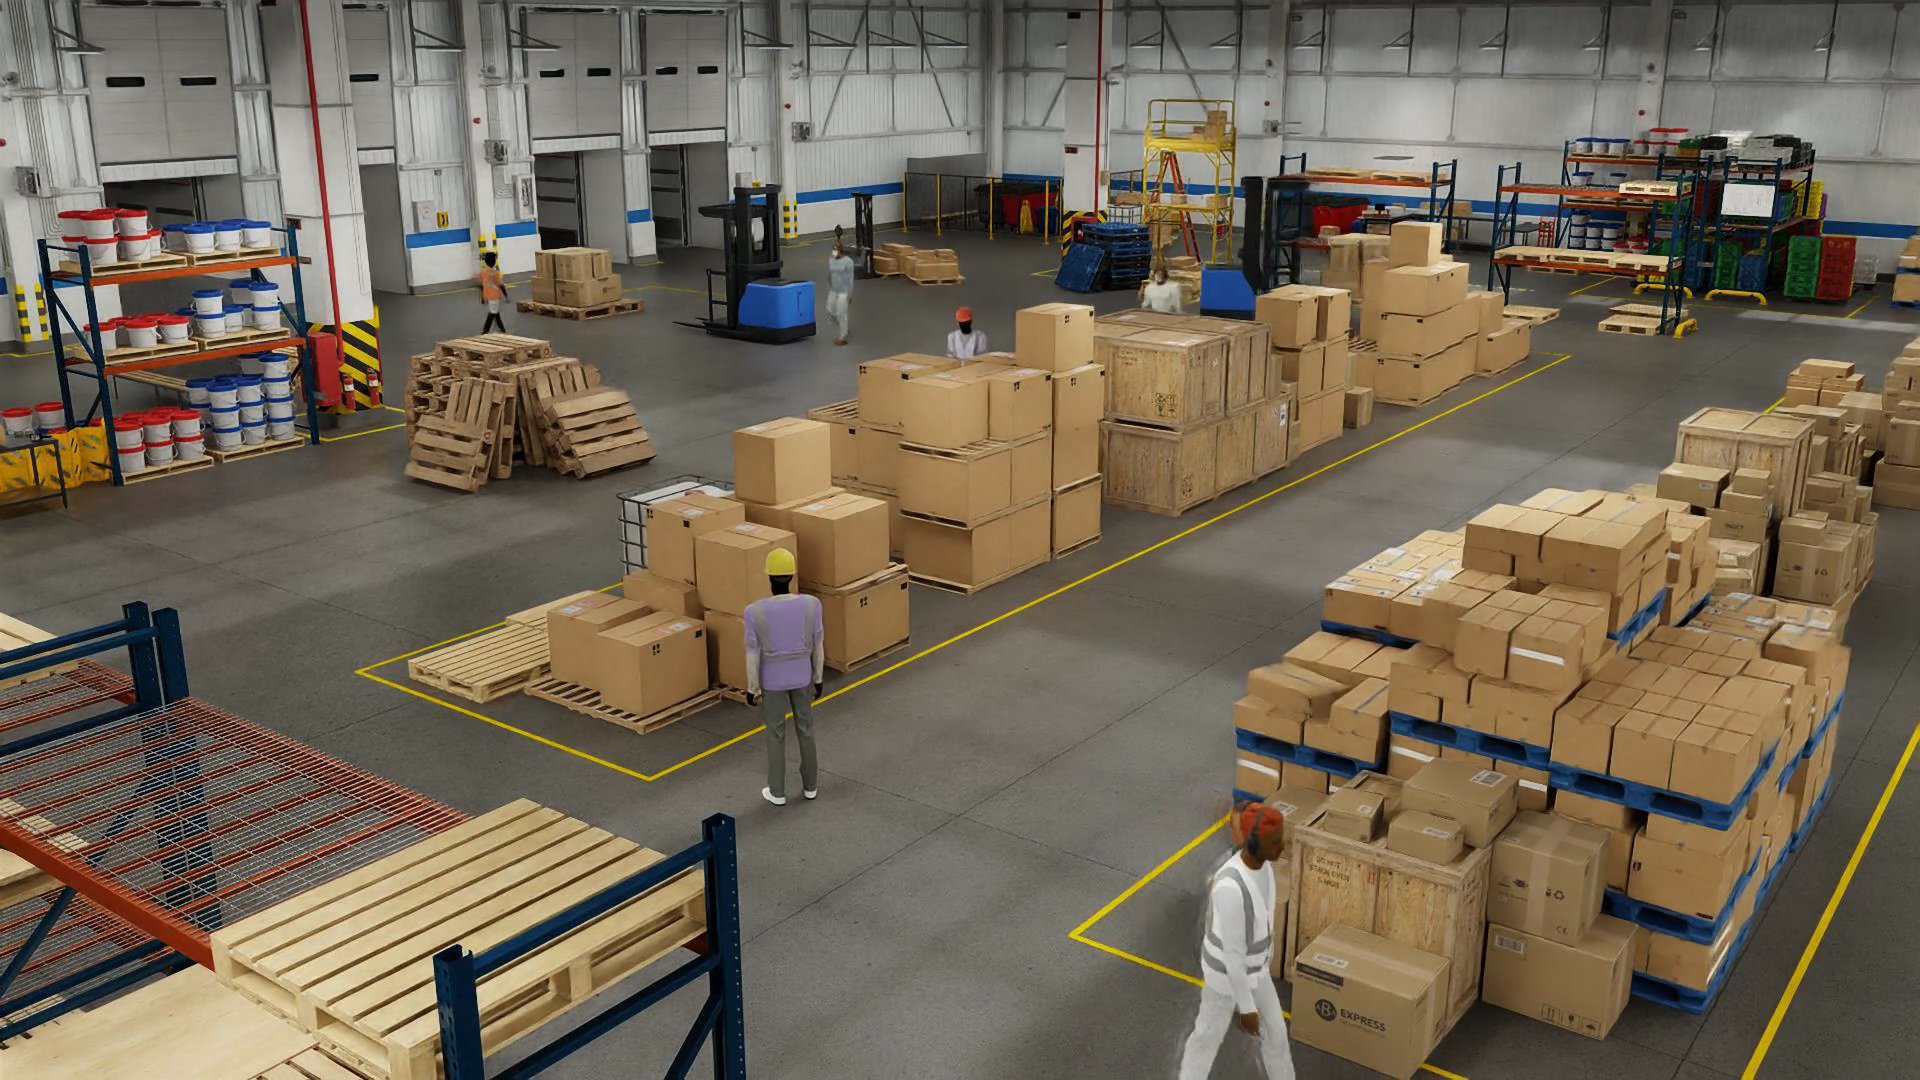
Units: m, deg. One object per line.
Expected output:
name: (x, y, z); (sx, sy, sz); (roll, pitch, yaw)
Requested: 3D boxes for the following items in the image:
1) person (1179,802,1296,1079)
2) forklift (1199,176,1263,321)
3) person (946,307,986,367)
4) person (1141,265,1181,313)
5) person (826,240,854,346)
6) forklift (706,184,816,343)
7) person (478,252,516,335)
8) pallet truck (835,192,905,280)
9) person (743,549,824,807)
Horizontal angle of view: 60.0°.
person: (1.491, 2.196, 8.270); (0.926, 1.846, 0.599); (11, 20, 33)
forklift: (5.689, -5.687, 32.606); (1.873, 2.768, 1.129); (2, 17, 8)
person: (0.068, -2.249, 22.853); (0.571, 1.916, 0.509); (5, 18, 16)
person: (3.184, -3.486, 26.955); (0.662, 1.914, 0.770); (12, 21, 35)
person: (-2.196, -4.475, 30.220); (0.647, 1.923, 0.434); (13, 21, 37)
forklift: (-3.717, -5.181, 30.929); (1.873, 2.768, 1.129); (12, 21, 35)
person: (-8.554, -4.462, 30.632); (0.551, 1.653, 0.877); (14, 22, 39)
pallet truck: (-1.936, -7.159, 38.982); (1.885, 1.965, 0.823); (-12, 21, -34)
person: (-1.281, 0.997, 12.095); (0.590, 1.926, 0.388); (-6, 18, -20)
